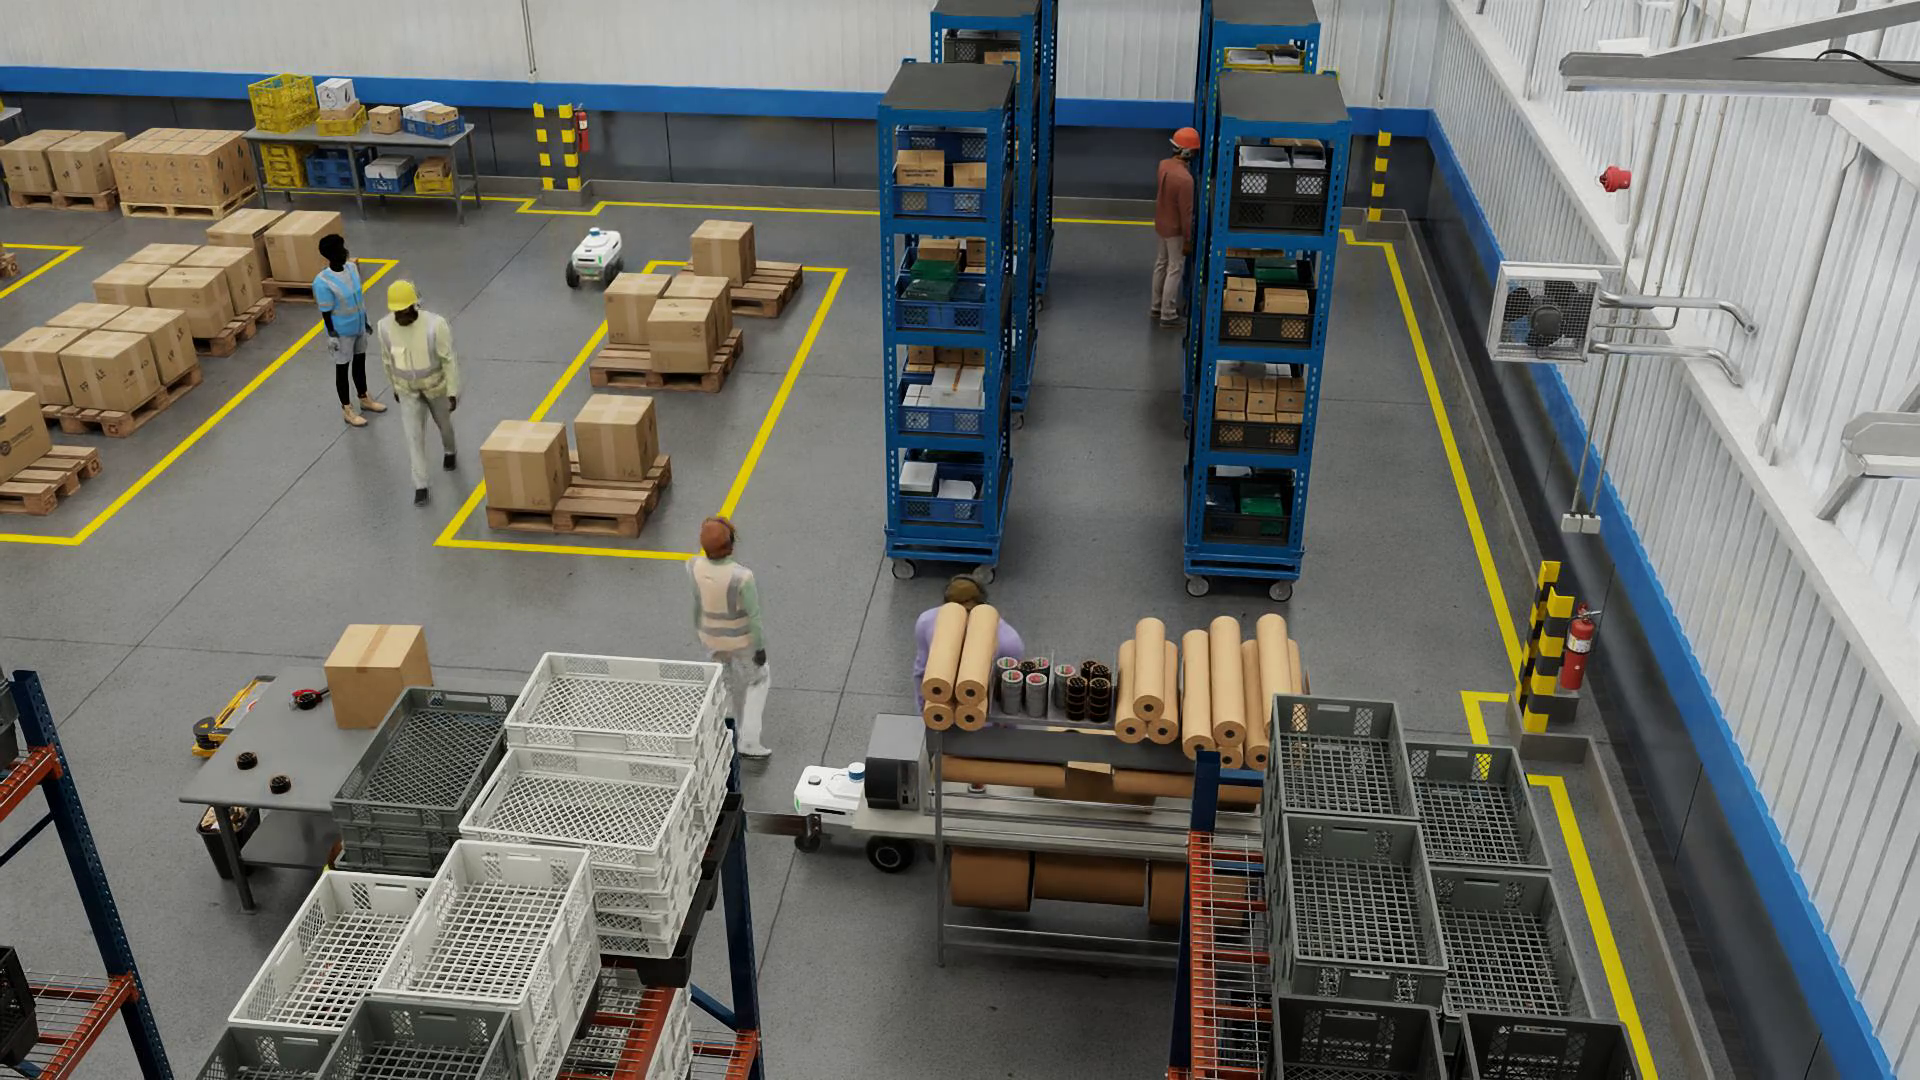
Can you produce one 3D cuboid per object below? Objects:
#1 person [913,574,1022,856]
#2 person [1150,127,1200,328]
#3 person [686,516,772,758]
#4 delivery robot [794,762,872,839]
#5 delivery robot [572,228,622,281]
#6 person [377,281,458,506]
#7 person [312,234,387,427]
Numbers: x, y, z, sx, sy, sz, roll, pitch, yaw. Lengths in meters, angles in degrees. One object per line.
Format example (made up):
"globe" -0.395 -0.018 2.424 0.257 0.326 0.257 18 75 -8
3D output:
"person" 0.035 0.999 9.300 0.628 1.930 0.383 13 32 20
"person" 2.103 -3.026 16.163 0.412 1.980 0.626 -10 32 -17
"person" -1.438 0.621 10.251 0.547 1.613 0.394 13 33 22
"delivery robot" -0.594 1.514 9.675 0.707 0.478 0.477 6 31 10
"delivery robot" -3.819 -3.039 17.496 0.477 0.478 0.707 4 30 6
"person" -4.297 -1.252 13.307 0.588 1.789 0.909 -3 30 -5
"person" -5.295 -1.831 14.381 0.320 1.698 0.531 10 32 16
